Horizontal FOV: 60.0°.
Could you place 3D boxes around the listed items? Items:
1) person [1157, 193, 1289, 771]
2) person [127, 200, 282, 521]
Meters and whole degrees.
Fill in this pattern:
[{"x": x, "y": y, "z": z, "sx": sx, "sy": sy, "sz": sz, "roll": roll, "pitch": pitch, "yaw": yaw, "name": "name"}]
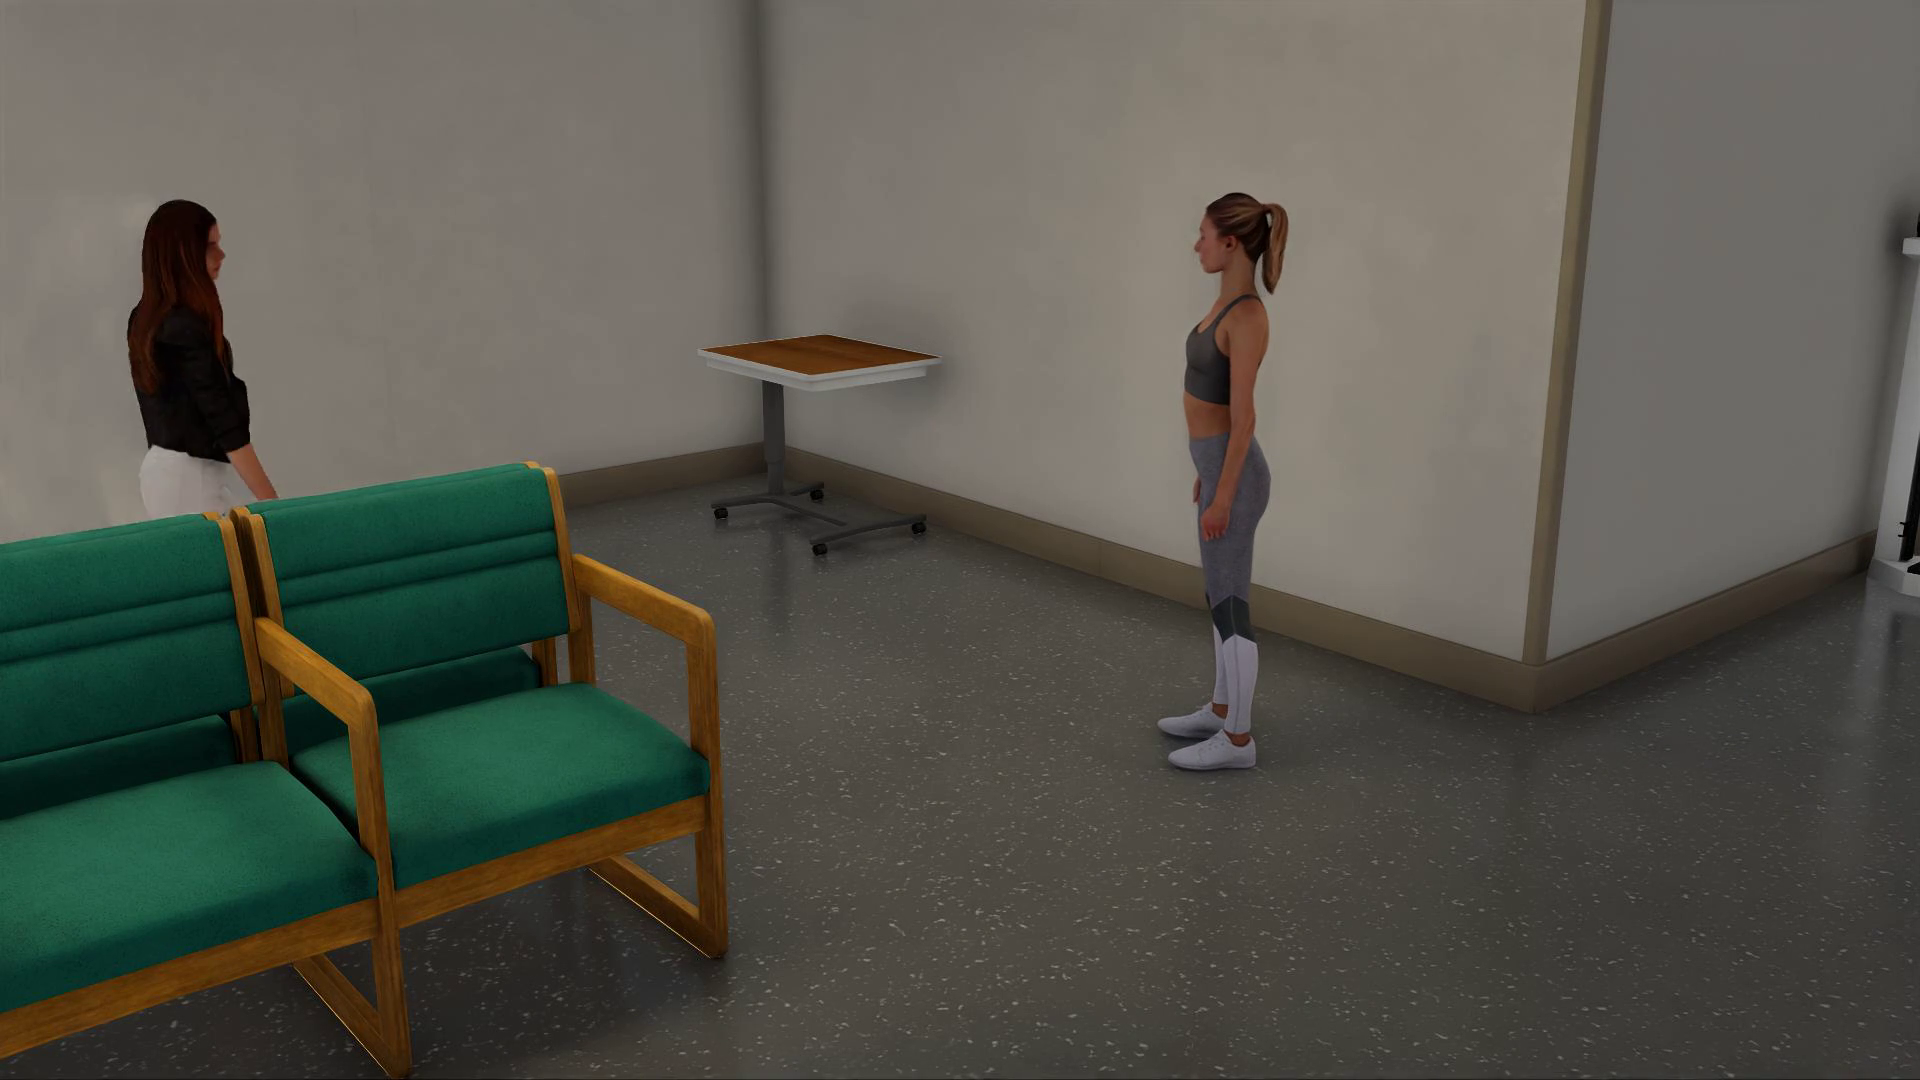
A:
[{"x": 0.798, "y": -0.162, "z": 4.918, "sx": 0.705, "sy": 1.707, "sz": 0.637, "roll": 1, "pitch": 16, "yaw": 2, "name": "person"}, {"x": -2.307, "y": -0.108, "z": 4.800, "sx": 0.748, "sy": 1.667, "sz": 0.973, "roll": -10, "pitch": 18, "yaw": -31, "name": "person"}]
